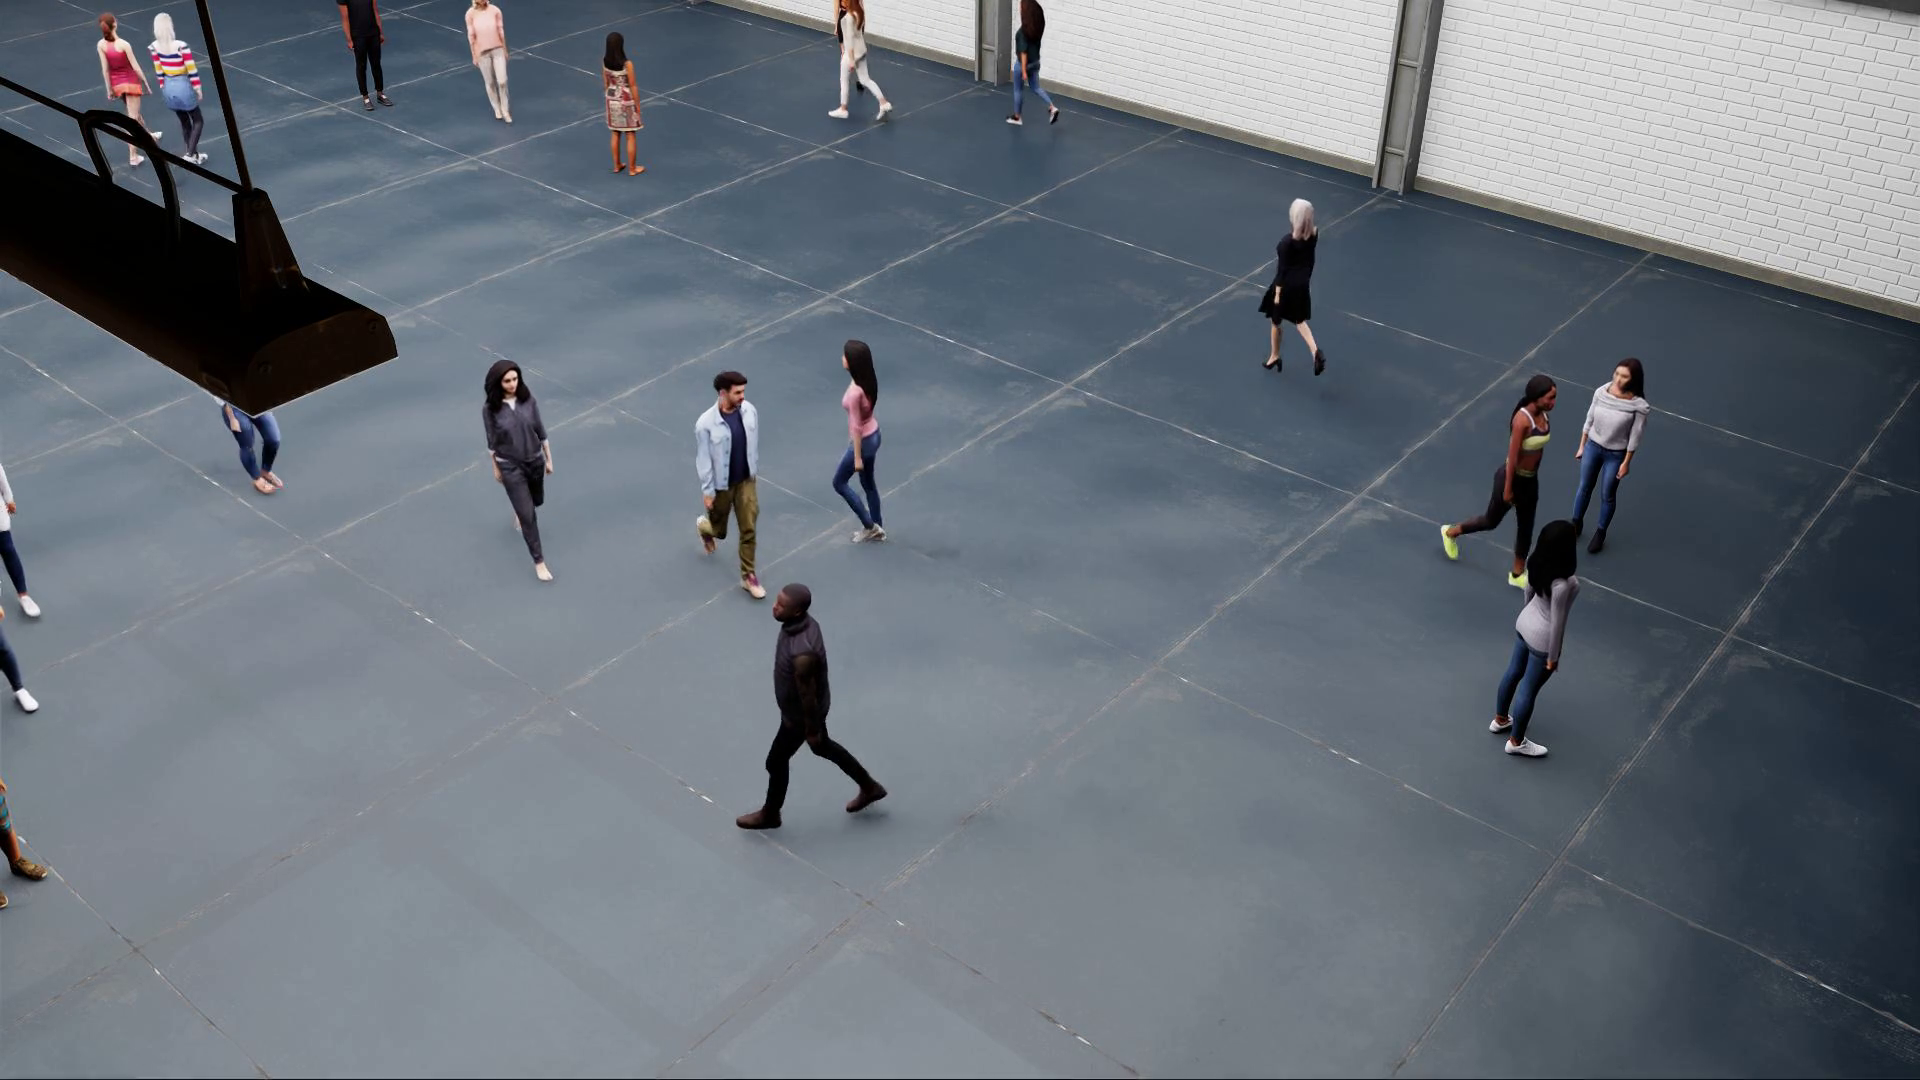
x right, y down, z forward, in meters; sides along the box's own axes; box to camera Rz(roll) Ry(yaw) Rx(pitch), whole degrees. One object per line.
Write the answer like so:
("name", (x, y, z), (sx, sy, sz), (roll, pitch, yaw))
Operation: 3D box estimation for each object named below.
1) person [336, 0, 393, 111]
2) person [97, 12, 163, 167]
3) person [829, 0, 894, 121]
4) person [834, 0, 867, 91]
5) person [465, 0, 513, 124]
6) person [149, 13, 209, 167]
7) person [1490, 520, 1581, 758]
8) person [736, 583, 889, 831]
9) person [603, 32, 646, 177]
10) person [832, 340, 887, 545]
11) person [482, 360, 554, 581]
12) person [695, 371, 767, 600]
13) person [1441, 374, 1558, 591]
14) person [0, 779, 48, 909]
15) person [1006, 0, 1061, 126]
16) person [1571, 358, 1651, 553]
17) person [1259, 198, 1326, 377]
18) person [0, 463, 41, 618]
("person", (-7.602, -6.444, 21.223), (0.695, 1.819, 0.588), (-26, 42, -34))
("person", (-9.825, -5.264, 19.553), (1.130, 1.701, 1.087), (2, 34, 3))
("person", (-1.218, -6.055, 20.754), (1.151, 1.690, 0.856), (12, 35, 17))
("person", (-1.436, -6.689, 21.750), (0.606, 1.643, 0.692), (1, 34, 2))
("person", (-5.913, -6.137, 20.859), (0.817, 1.710, 0.912), (-12, 35, -17))
("person", (-9.120, -5.180, 19.342), (0.899, 1.796, 0.948), (2, 34, 4))
("person", (3.696, 0.616, 10.677), (0.740, 1.734, 0.673), (-4, 34, -6))
("person", (-0.860, 1.019, 10.015), (1.254, 1.796, 1.217), (-4, 34, -6))
("person", (-3.934, -5.073, 19.321), (0.571, 1.641, 0.769), (14, 36, 20))
("person", (-0.671, -0.721, 12.689), (0.734, 1.734, 0.699), (7, 34, 11))
("person", (-3.336, -0.594, 12.504), (0.839, 1.728, 1.171), (-18, 38, -25))
("person", (-1.734, -0.448, 12.237), (0.853, 1.780, 1.151), (-21, 39, -28))
("person", (4.025, -0.460, 12.301), (0.724, 1.729, 1.134), (-23, 40, -31))
("person", (-5.742, 1.467, 9.644), (0.546, 1.461, 0.557), (17, 37, 23))
("person", (0.915, -5.870, 20.561), (0.954, 1.595, 0.573), (23, 40, 31))
("person", (4.942, -0.669, 12.702), (0.690, 1.633, 0.492), (-26, 42, -34))
("person", (3.035, -2.213, 14.939), (0.706, 1.727, 1.003), (-23, 40, -31))
("person", (-7.106, -0.263, 11.970), (0.740, 1.768, 0.919), (-24, 40, -31))
